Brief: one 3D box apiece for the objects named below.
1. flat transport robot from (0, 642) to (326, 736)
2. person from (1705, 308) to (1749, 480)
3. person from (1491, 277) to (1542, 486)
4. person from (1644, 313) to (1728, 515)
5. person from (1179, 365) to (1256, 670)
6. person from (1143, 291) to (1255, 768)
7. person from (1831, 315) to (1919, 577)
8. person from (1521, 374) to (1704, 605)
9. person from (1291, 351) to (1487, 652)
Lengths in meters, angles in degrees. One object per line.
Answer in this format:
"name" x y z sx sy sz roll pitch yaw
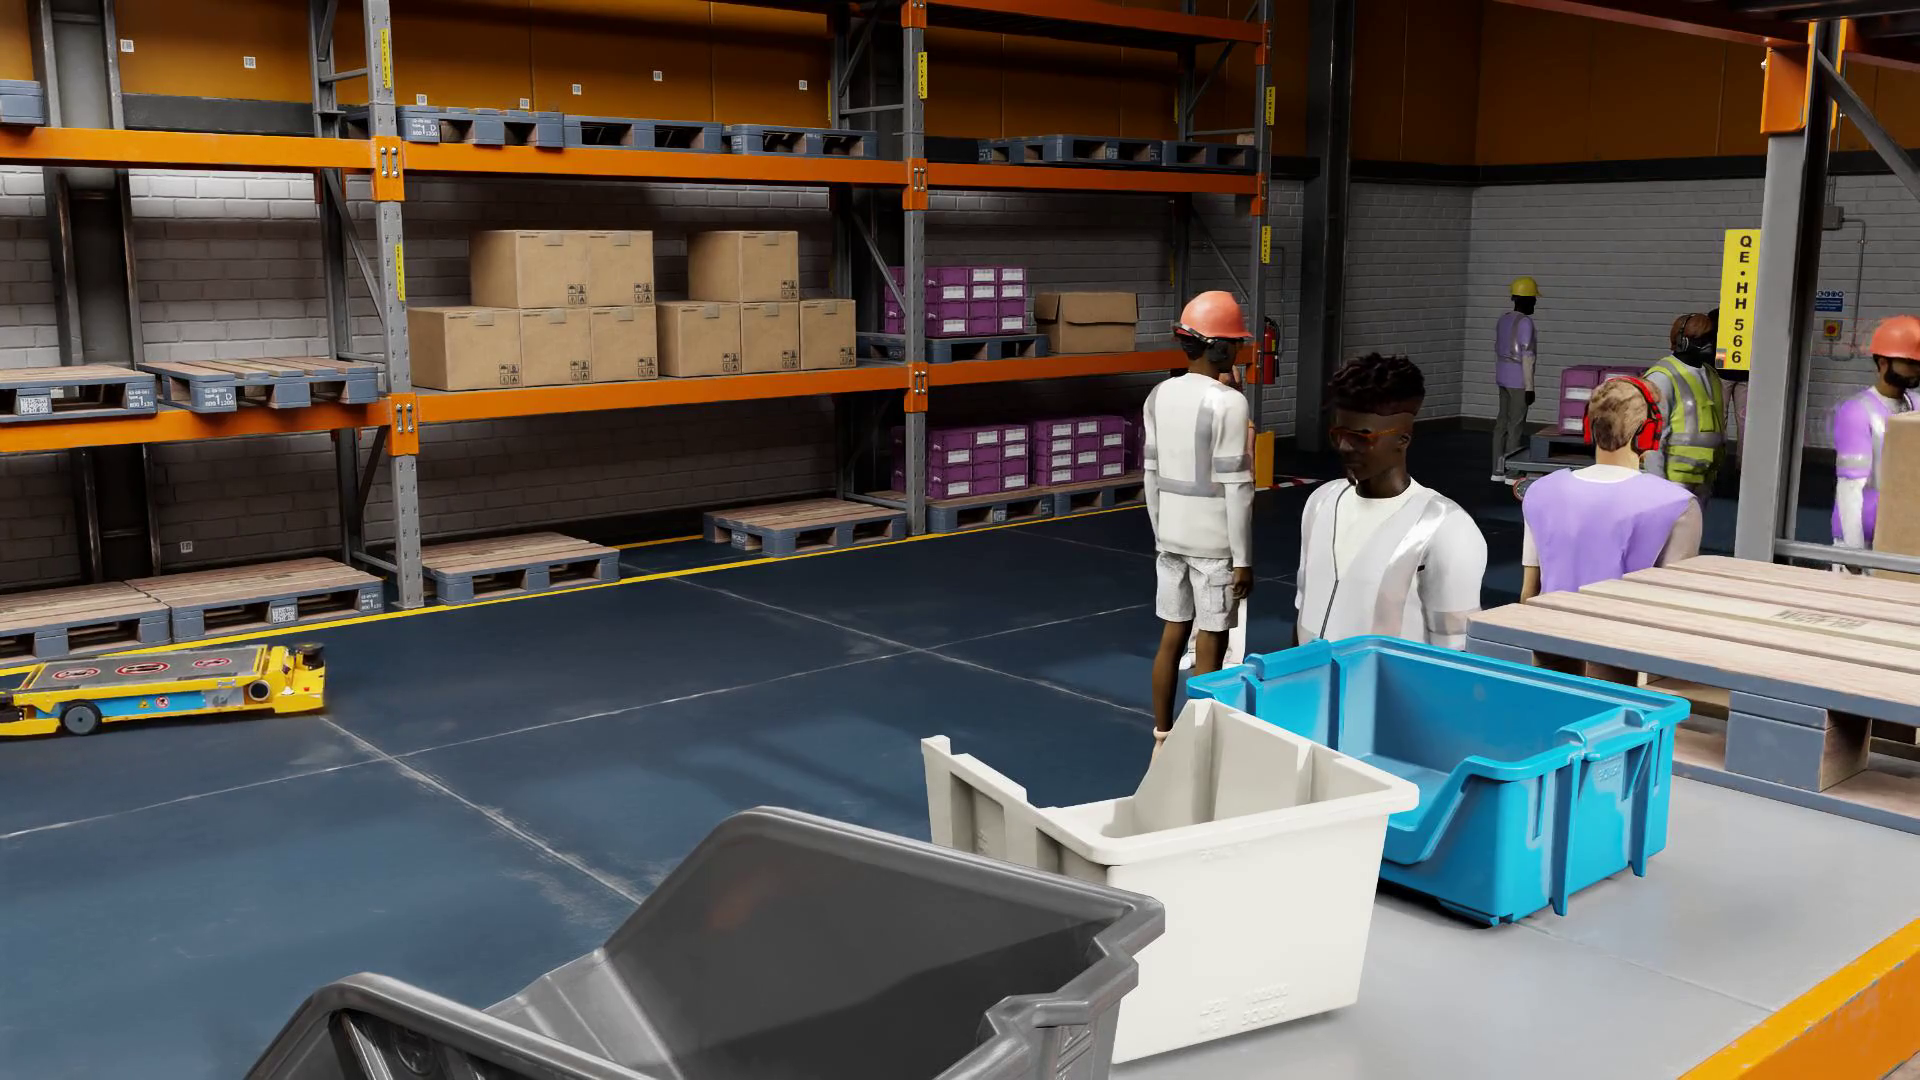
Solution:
"flat transport robot" -3.803 0.696 7.943 1.431 0.197 0.652 -4 11 -19
"person" 7.318 -1.563 15.771 0.612 1.995 0.382 -1 10 -4
"person" 5.149 -1.459 15.375 0.369 1.928 0.586 -2 10 -9
"person" 4.145 -0.373 9.537 0.633 1.842 0.429 -8 13 -37
"person" 1.318 -0.100 8.563 0.309 1.645 0.514 -6 12 -32
"person" 1.008 0.005 6.857 0.374 2.043 0.611 -6 12 -31
"person" 4.169 -0.039 7.452 0.564 1.914 0.586 -5 11 -26
"person" 1.948 0.426 5.042 0.390 1.849 0.565 -9 13 -40
"person" 1.067 0.487 4.374 0.367 1.965 0.604 -6 12 -32
